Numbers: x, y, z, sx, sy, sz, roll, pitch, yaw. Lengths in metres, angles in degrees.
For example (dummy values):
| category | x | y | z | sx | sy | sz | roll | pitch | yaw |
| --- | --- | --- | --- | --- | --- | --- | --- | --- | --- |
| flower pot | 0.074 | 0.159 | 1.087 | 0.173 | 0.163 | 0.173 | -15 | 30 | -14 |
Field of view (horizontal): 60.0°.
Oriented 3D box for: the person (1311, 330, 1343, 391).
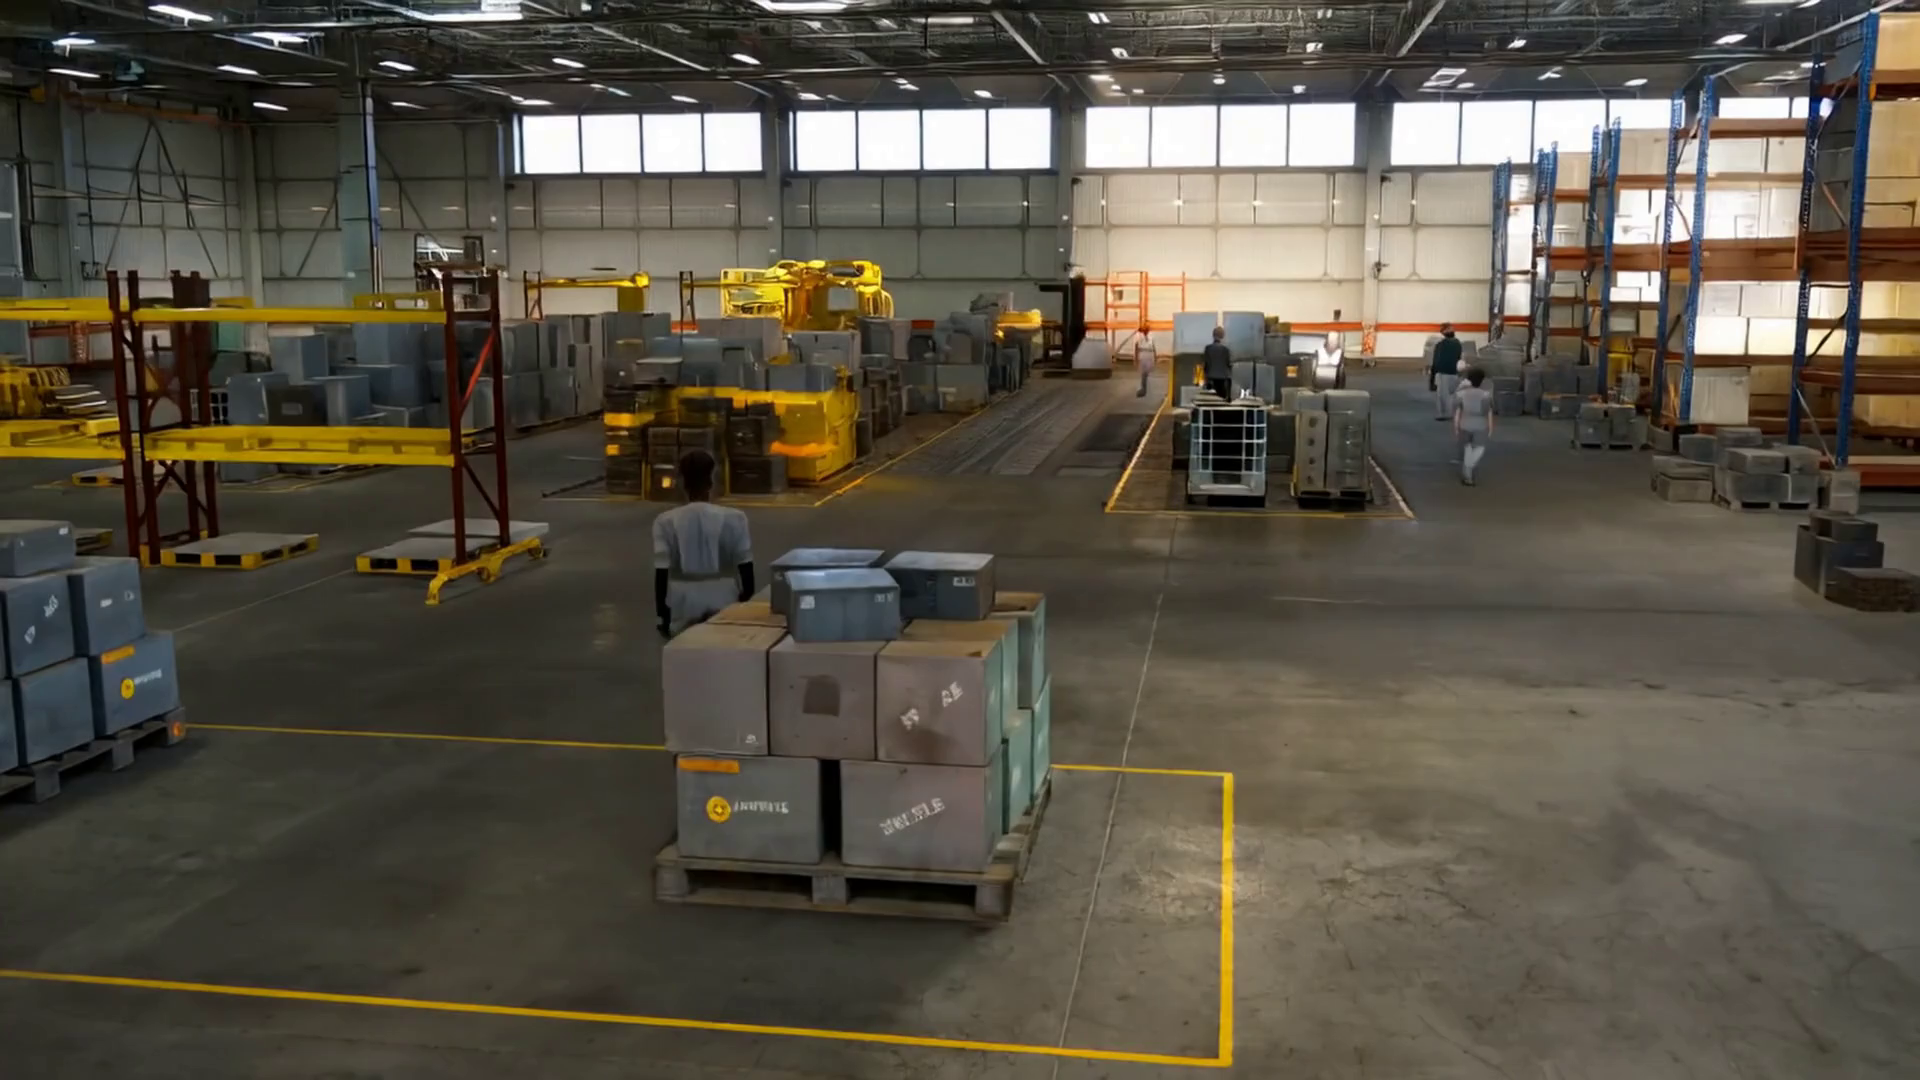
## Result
| category | x | y | z | sx | sy | sz | roll | pitch | yaw |
| --- | --- | --- | --- | --- | --- | --- | --- | --- | --- |
| person | 7.132 | -3.147 | 32.357 | 0.608 | 1.892 | 0.459 | -1 | 9 | -6 |

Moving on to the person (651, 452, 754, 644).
| category | x | y | z | sx | sy | sz | roll | pitch | yaw |
| --- | --- | --- | --- | --- | --- | --- | --- | --- | --- |
| person | -1.601 | 0.397 | 10.457 | 0.618 | 1.907 | 1.024 | 0 | 9 | -2 |

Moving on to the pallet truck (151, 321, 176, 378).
| category | x | y | z | sx | sy | sz | roll | pitch | yaw |
| --- | --- | --- | --- | --- | --- | --- | --- | --- | --- |
| pallet truck | -21.869 | -5.598 | 47.154 | 0.823 | 1.965 | 1.885 | 4 | 10 | 26 |

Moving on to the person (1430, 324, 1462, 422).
| category | x | y | z | sx | sy | sz | roll | pitch | yaw |
| --- | --- | --- | --- | --- | --- | --- | --- | --- | --- |
| person | 9.781 | -3.343 | 33.443 | 0.632 | 1.955 | 0.695 | -2 | 10 | -14 |

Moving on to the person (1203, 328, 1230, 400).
| category | x | y | z | sx | sy | sz | roll | pitch | yaw |
| --- | --- | --- | --- | --- | --- | --- | --- | --- | --- |
| person | 4.914 | -3.090 | 31.902 | 0.366 | 1.931 | 0.630 | -7 | 12 | -38 |

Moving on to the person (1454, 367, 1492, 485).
| category | x | y | z | sx | sy | sz | roll | pitch | yaw |
| --- | --- | --- | --- | --- | --- | --- | --- | --- | --- |
| person | 7.174 | -1.585 | 23.355 | 0.543 | 1.681 | 0.627 | 8 | 12 | 39 |

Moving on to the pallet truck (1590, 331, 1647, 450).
| category | x | y | z | sx | sy | sz | roll | pitch | yaw |
| --- | --- | --- | --- | --- | --- | --- | --- | --- | --- |
| pallet truck | 11.253 | -2.573 | 28.499 | 0.823 | 1.965 | 1.885 | 5 | 10 | 27 |

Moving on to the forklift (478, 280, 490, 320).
| category | x | y | z | sx | sy | sz | roll | pitch | yaw |
| --- | --- | --- | --- | --- | --- | --- | --- | --- | --- |
| forklift | -12.677 | -5.620 | 44.574 | 1.873 | 2.768 | 1.129 | -3 | 10 | -17 |

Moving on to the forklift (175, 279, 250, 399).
| category | x | y | z | sx | sy | sz | roll | pitch | yaw |
| --- | --- | --- | --- | --- | --- | --- | --- | --- | --- |
| forklift | -18.009 | -4.785 | 39.428 | 1.129 | 2.768 | 1.873 | 8 | 12 | 40 |

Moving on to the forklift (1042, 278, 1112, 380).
| category | x | y | z | sx | sy | sz | roll | pitch | yaw |
| --- | --- | --- | --- | --- | --- | --- | --- | --- | --- |
| forklift | 3.274 | -5.883 | 46.198 | 1.873 | 2.768 | 1.129 | 1 | 9 | 9 |

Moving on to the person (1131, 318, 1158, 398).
| category | x | y | z | sx | sy | sz | roll | pitch | yaw |
| --- | --- | --- | --- | --- | --- | --- | --- | --- | --- |
| person | 4.369 | -4.340 | 39.742 | 0.601 | 1.880 | 0.926 | 5 | 11 | 29 |

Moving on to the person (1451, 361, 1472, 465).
| category | x | y | z | sx | sy | sz | roll | pitch | yaw |
| --- | --- | --- | --- | --- | --- | --- | --- | --- | --- |
| person | 7.897 | -1.990 | 26.044 | 0.313 | 1.628 | 0.525 | 0 | 9 | 3 |

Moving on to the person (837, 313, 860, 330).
| category | x | y | z | sx | sy | sz | roll | pitch | yaw |
| --- | --- | --- | --- | --- | --- | --- | --- | --- | --- |
| person | -2.949 | -5.052 | 44.107 | 0.633 | 1.903 | 0.675 | -4 | 10 | -22 |
